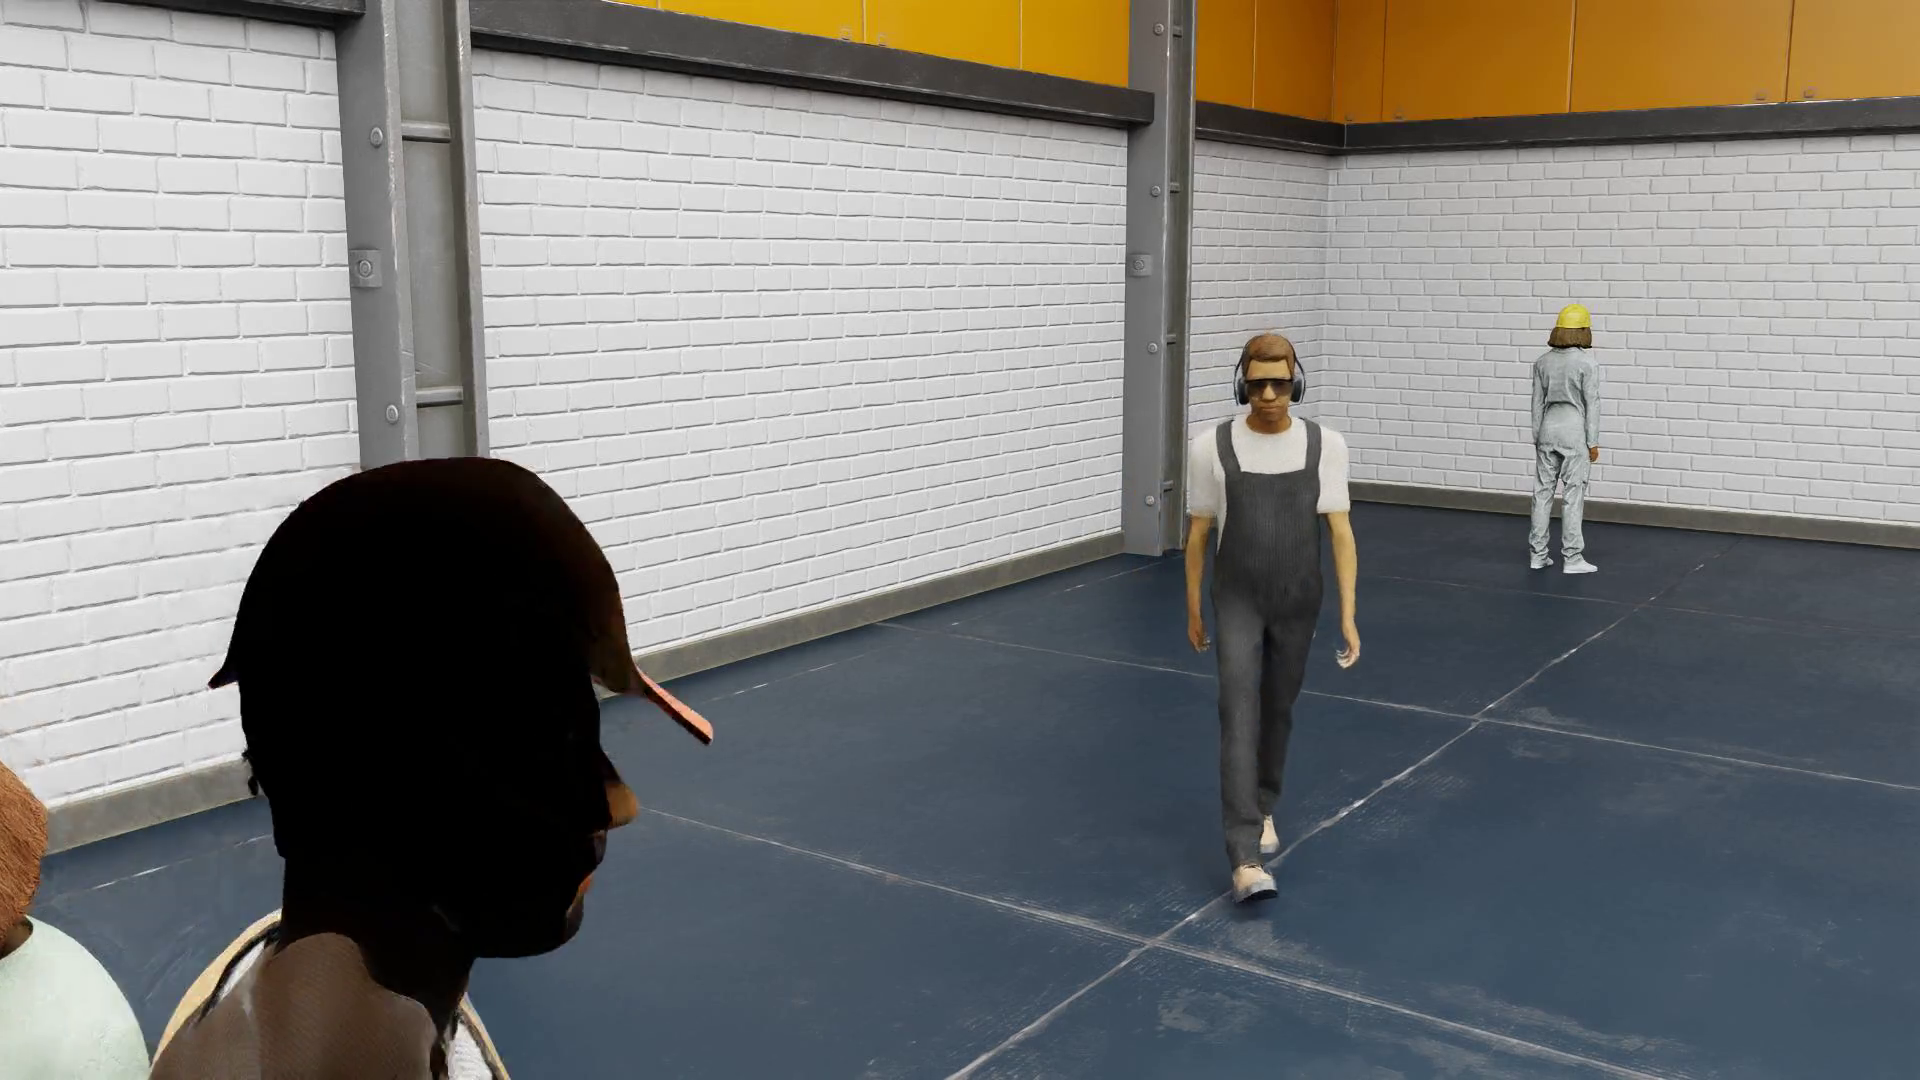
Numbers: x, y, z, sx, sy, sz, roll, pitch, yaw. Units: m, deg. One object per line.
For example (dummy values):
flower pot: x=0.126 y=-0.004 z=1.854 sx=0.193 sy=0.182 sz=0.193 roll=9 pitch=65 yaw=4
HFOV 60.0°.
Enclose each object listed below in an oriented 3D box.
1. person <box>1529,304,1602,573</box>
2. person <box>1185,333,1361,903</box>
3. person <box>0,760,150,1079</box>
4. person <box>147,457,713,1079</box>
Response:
person: x=3.949 y=-0.656 z=10.833 sx=0.295 sy=1.744 sz=0.484 roll=-7 pitch=12 yaw=-37
person: x=0.999 y=0.234 z=5.394 sx=0.520 sy=1.793 sz=0.957 roll=0 pitch=10 yaw=-1
person: x=-1.084 y=0.934 z=1.748 sx=0.569 sy=1.599 sz=0.622 roll=4 pitch=10 yaw=20
person: x=-0.339 y=0.888 z=1.110 sx=0.484 sy=1.917 sz=0.558 roll=-2 pitch=10 yaw=-12
